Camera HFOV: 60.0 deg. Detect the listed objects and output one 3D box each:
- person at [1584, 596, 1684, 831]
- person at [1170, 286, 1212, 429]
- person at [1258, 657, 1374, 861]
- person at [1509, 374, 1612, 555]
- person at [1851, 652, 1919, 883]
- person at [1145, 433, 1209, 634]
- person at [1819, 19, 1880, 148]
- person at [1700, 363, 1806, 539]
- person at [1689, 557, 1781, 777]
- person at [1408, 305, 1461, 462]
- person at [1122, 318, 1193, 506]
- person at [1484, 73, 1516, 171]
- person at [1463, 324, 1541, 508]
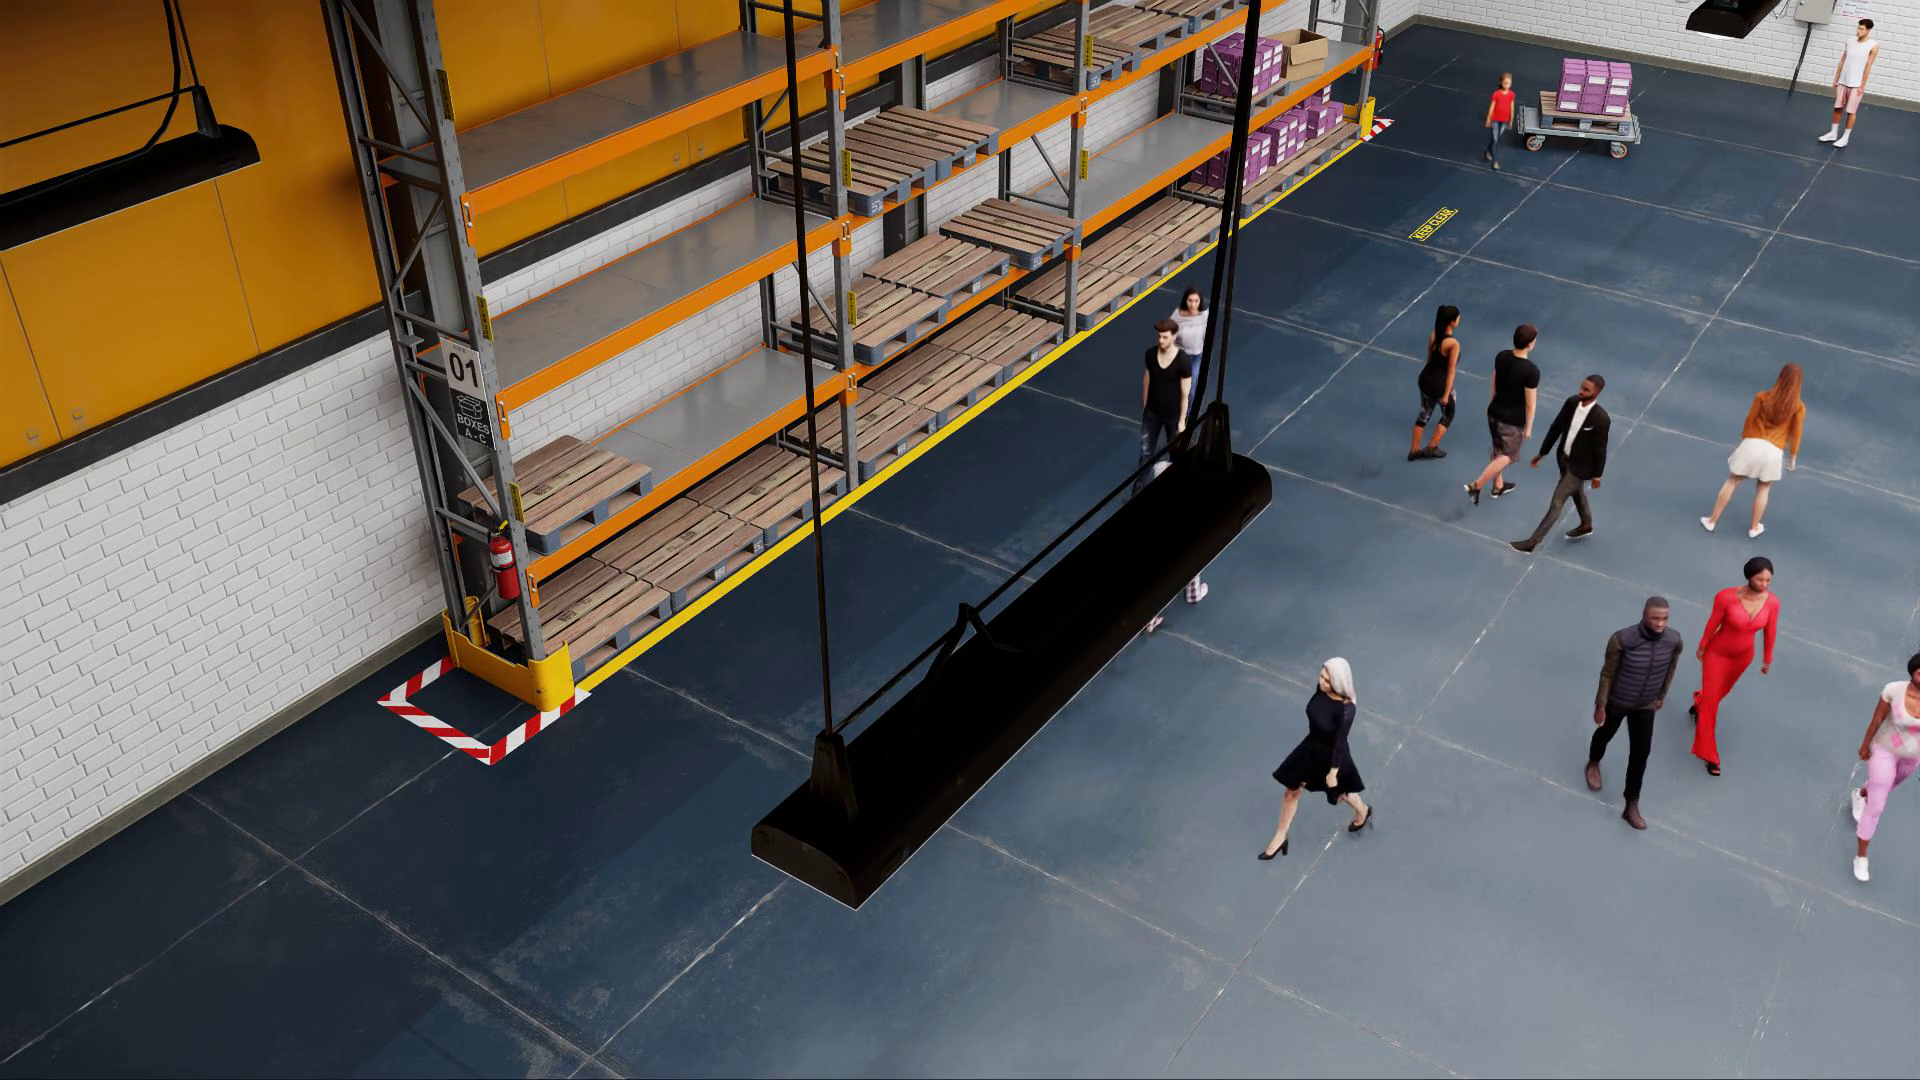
[{"bbox_3d":[4.822,1.114,12.056,1.041,1.805,1.179,1,34,1],"label":"person"},{"bbox_3d":[2.266,-1.838,16.667,0.767,1.619,0.823,-1,34,-2],"label":"person"},{"bbox_3d":[2.614,1.520,11.546,1.224,1.696,0.989,-14,36,-20],"label":"person"},{"bbox_3d":[5.543,-0.678,14.814,1.296,1.738,1.128,-11,35,-16],"label":"person"},{"bbox_3d":[6.527,1.464,11.625,0.882,1.700,1.210,6,34,10],"label":"person"},{"bbox_3d":[1.702,-0.025,13.761,0.686,1.816,1.068,23,40,30],"label":"person"},{"bbox_3d":[12.621,-6.472,23.493,0.735,1.779,0.736,-17,37,-24],"label":"person"},{"bbox_3d":[7.256,-0.791,15.021,0.821,1.696,0.733,18,38,25],"label":"person"},{"bbox_3d":[5.778,0.838,12.532,1.037,1.739,1.243,2,34,3],"label":"person"},{"bbox_3d":[4.560,-1.486,16.110,0.761,1.649,0.727,-13,36,-19],"label":"person"},{"bbox_3d":[1.965,-1.231,15.539,0.738,1.855,1.168,18,38,25],"label":"person"},{"bbox_3d":[7.418,-5.803,22.935,0.832,1.284,0.964,-1,34,-1],"label":"person"},{"bbox_3d":[5.009,-1.132,15.401,1.126,1.844,0.926,-19,38,-26],"label":"person"}]
